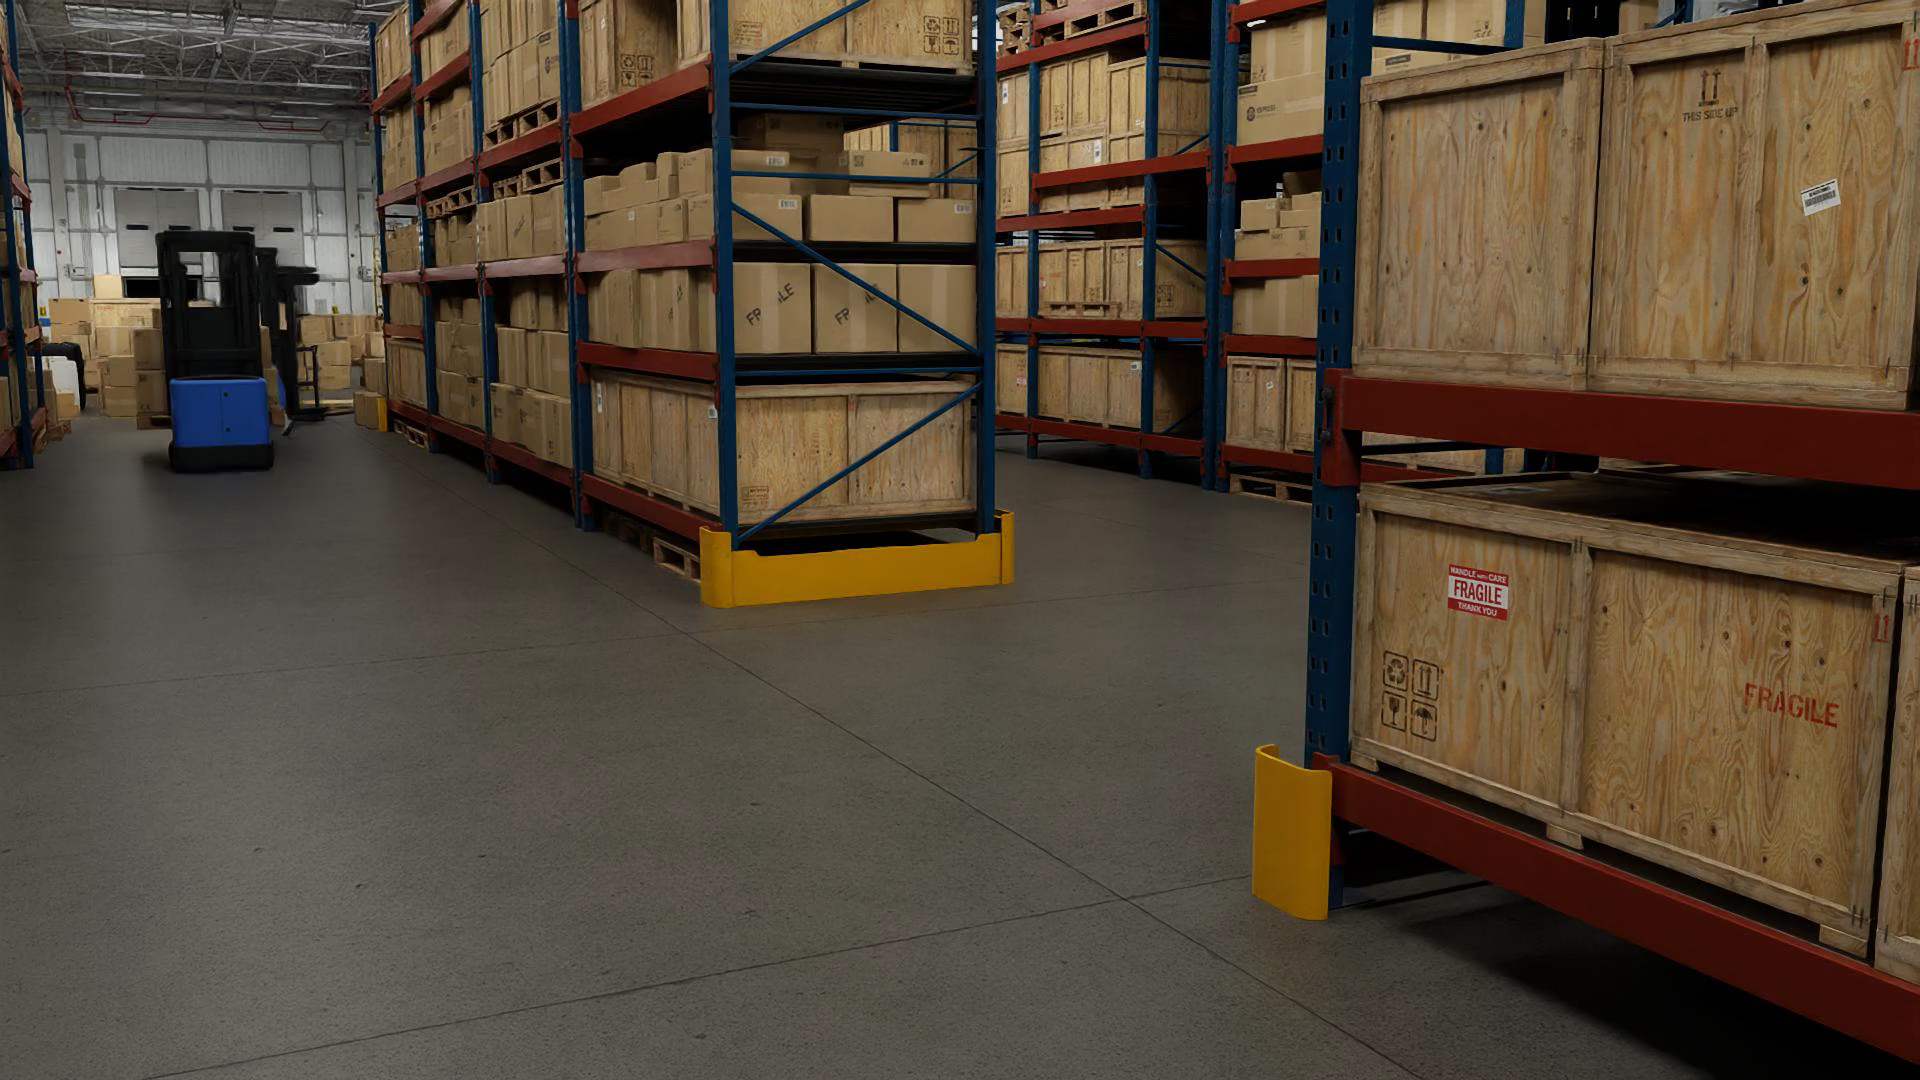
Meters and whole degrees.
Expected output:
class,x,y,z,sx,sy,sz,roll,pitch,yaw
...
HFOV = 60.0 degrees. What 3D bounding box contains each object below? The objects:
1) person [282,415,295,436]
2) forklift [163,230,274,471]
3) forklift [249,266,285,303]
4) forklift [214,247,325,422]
class,x,y,z,sx,sy,sz,roll,pitch,yaw
person,-10.023,-2.248,24.018,0.739,1.600,0.521,3,9,18
forklift,-8.938,-2.297,19.927,1.129,2.768,1.873,-4,9,-26
forklift,-17.035,-5.357,41.029,1.873,2.768,1.129,2,8,11
forklift,-11.158,-3.199,26.144,1.129,2.768,1.873,3,9,19
